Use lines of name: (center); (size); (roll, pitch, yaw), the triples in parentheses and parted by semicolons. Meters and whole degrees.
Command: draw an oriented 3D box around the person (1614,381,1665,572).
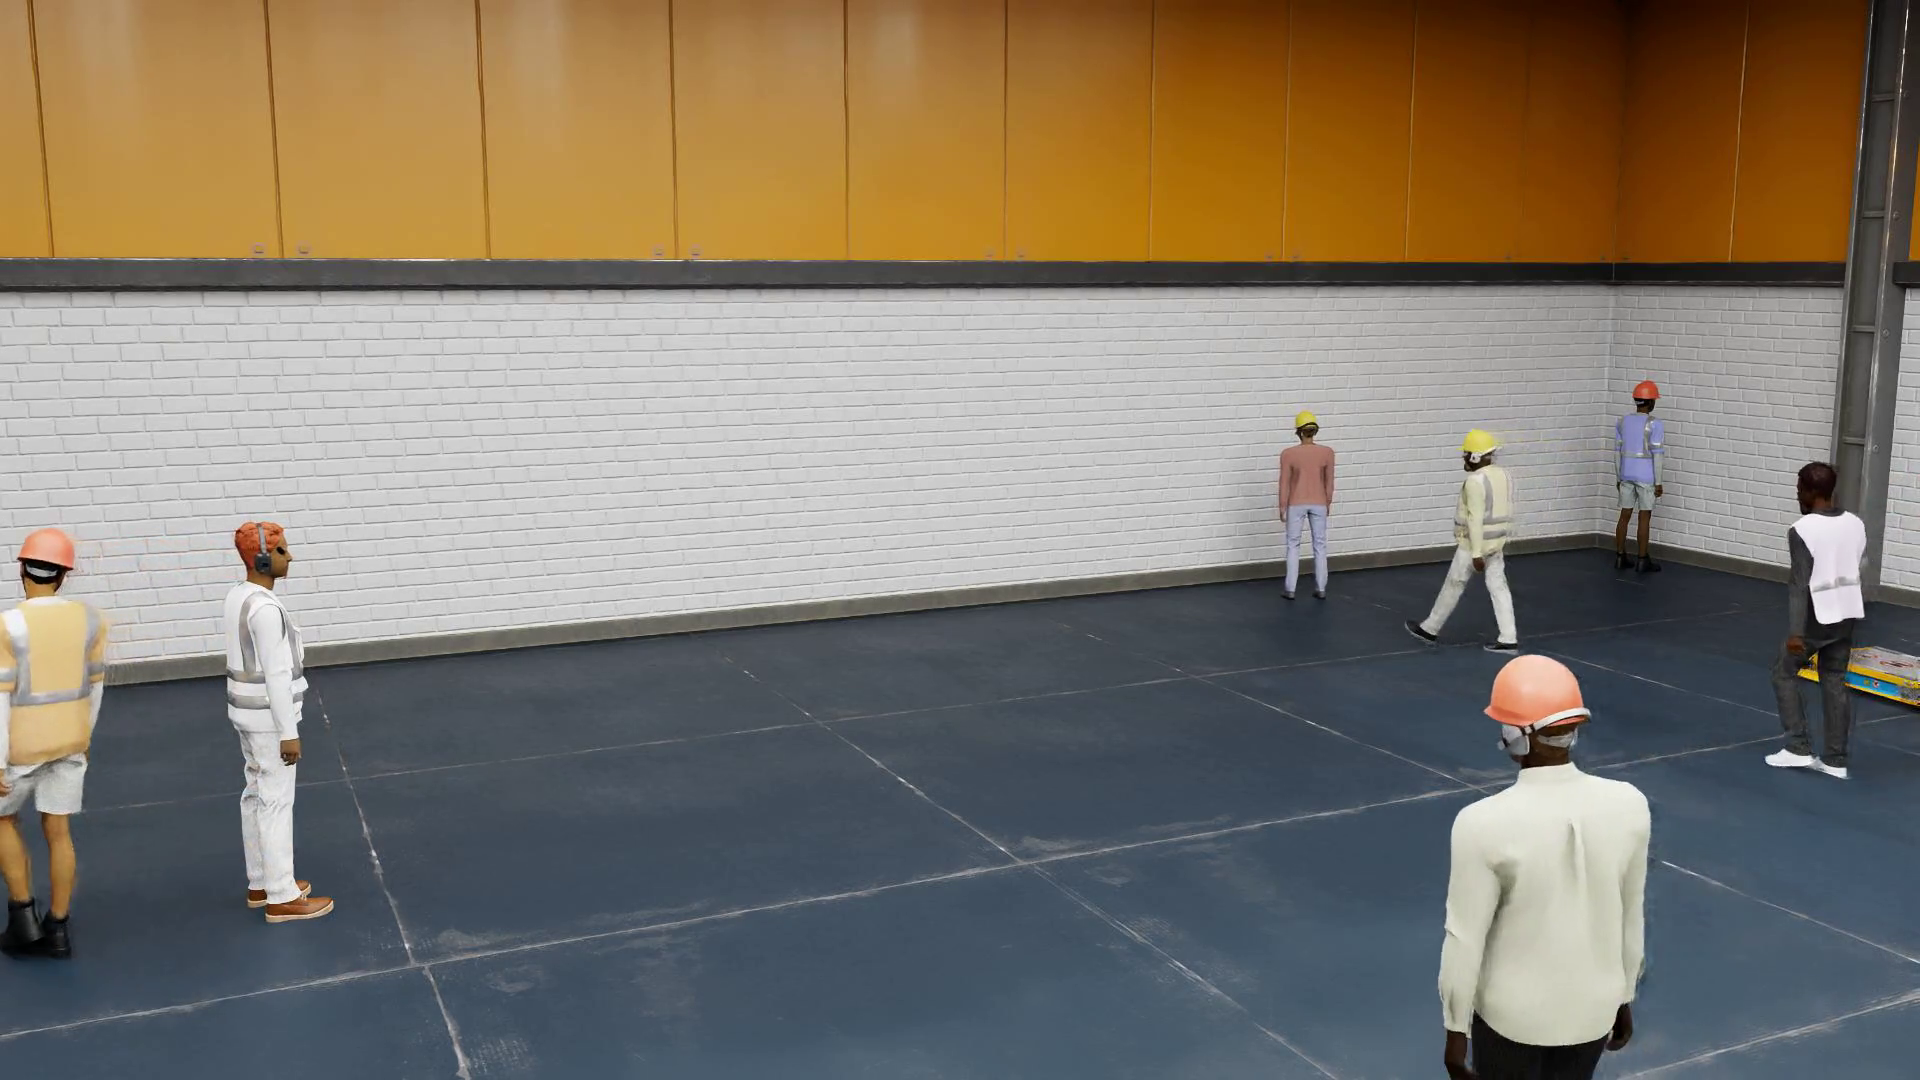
person: (6.904, -0.643, 16.878); (0.362, 1.938, 0.544); (-6, 11, -32)

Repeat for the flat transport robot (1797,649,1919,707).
flat transport robot: (6.749, 0.996, 11.864); (0.652, 0.197, 1.431); (-3, 10, -18)

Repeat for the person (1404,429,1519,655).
person: (4.092, 0.004, 13.327); (0.597, 1.780, 0.933); (-9, 13, -44)

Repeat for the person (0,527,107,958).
person: (-4.096, 0.899, 7.422); (0.512, 1.899, 0.583); (6, 11, 34)

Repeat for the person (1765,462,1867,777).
person: (5.168, 0.479, 10.058); (0.630, 1.895, 0.564); (-4, 10, -22)

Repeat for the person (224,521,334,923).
person: (-3.233, 0.848, 7.809); (0.356, 1.879, 0.574); (-7, 12, -38)

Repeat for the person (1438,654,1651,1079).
person: (1.643, 1.308, 4.647); (0.632, 1.975, 0.560); (-2, 9, -12)

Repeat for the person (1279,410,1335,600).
person: (3.202, -0.318, 15.423); (0.533, 1.759, 0.336); (-1, 9, -4)
